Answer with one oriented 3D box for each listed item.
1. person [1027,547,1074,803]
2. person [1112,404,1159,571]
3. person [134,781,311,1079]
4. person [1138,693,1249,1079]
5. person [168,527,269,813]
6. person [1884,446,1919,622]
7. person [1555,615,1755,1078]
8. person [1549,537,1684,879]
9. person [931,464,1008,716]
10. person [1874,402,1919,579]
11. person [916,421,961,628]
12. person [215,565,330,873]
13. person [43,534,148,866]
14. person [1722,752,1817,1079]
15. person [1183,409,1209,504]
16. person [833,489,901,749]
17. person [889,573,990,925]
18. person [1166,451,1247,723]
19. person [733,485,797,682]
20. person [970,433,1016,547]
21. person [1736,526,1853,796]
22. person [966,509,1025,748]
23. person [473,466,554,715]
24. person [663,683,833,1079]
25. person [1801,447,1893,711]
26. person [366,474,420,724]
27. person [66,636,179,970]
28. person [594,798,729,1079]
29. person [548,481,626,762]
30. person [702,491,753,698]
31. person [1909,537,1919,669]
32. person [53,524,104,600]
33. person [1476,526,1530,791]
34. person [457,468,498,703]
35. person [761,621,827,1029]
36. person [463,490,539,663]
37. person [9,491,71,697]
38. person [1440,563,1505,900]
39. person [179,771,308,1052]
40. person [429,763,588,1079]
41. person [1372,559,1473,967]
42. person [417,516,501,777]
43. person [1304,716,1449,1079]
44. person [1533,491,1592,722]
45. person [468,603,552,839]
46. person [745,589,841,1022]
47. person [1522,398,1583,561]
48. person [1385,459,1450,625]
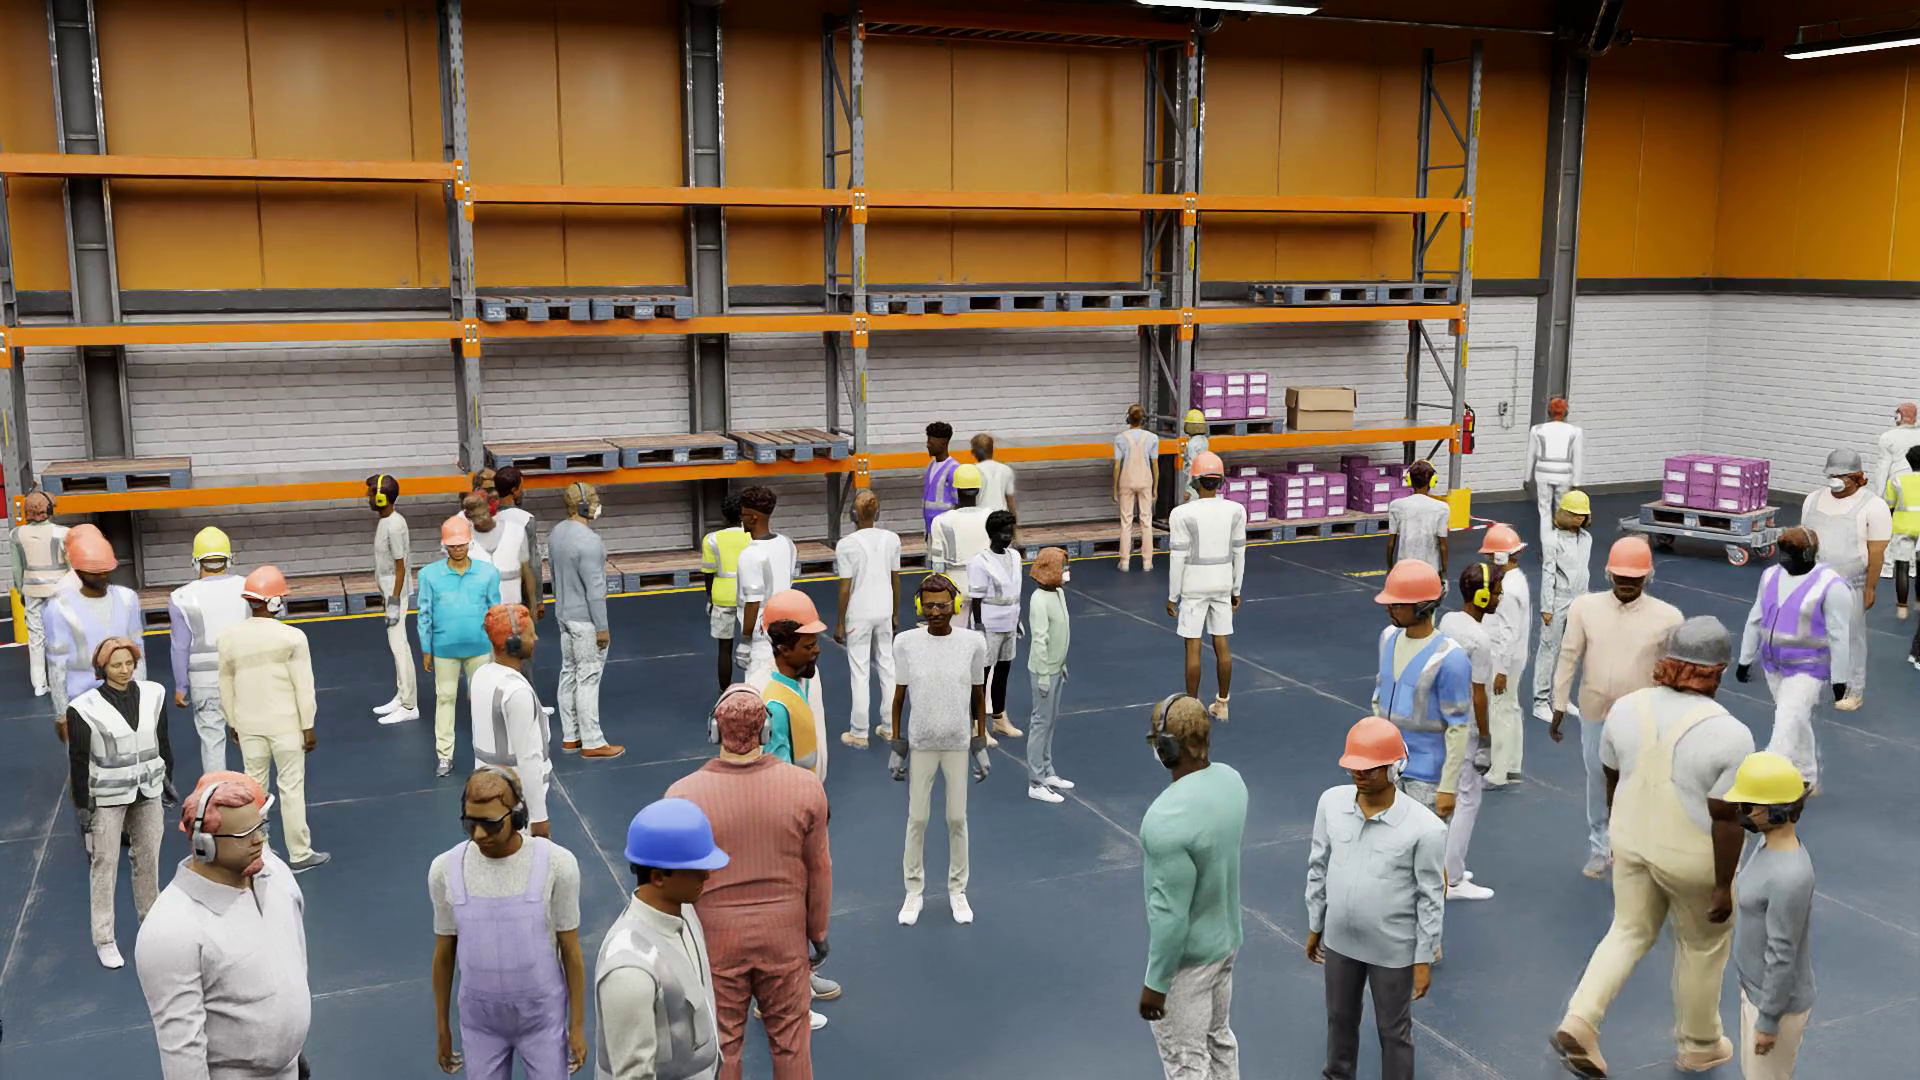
[{"bbox_3d":[0.580,0.850,10.690,0.286,1.633,0.499,3,10,17],"label":"person"},{"bbox_3d":[1.924,-0.568,18.247,0.505,1.847,0.346,0,10,1],"label":"person"},{"bbox_3d":[-2.218,1.672,5.168,0.409,1.909,0.643,1,10,4],"label":"person"},{"bbox_3d":[0.828,1.505,6.060,0.379,1.933,0.629,6,12,32],"label":"person"},{"bbox_3d":[-4.543,0.827,10.242,0.588,1.835,0.403,-8,12,-38],"label":"person"},{"bbox_3d":[9.141,-0.078,15.950,0.534,1.649,0.781,5,11,28],"label":"person"},{"bbox_3d":[2.948,1.290,6.982,0.871,2.000,0.683,-6,12,-33],"label":"person"},{"bbox_3d":[3.565,0.962,9.096,0.643,1.965,0.796,6,11,31],"label":"person"},{"bbox_3d":[0.065,0.385,12.513,0.588,1.930,0.359,-3,10,-15],"label":"person"},{"bbox_3d":[10.089,-0.525,17.847,0.642,1.901,0.399,0,10,-3],"label":"person"},{"bbox_3d":[-0.167,-0.116,15.296,0.361,1.964,0.617,-5,11,-26],"label":"person"},{"bbox_3d":[-3.886,1.012,9.407,0.564,1.752,0.339,2,10,11],"label":"person"},{"bbox_3d":[-4.933,0.914,9.574,0.580,1.913,0.549,6,11,30],"label":"person"},{"bbox_3d":[2.856,1.616,5.935,0.343,1.755,0.531,3,10,19],"label":"person"},{"bbox_3d":[2.623,-0.596,18.705,0.299,1.743,0.493,5,11,26],"label":"person"},{"bbox_3d":[-0.653,0.558,11.761,0.507,1.847,0.343,-6,11,-30],"label":"person"},{"bbox_3d":[-0.107,1.083,8.667,0.532,1.868,0.310,0,10,-2],"label":"person"},{"bbox_3d":[1.807,0.361,12.325,0.607,2.044,0.376,-3,10,-18],"label":"person"},{"bbox_3d":[-1.311,0.609,11.117,0.368,1.967,0.600,4,11,22],"label":"person"},{"bbox_3d":[0.275,-0.118,15.841,0.502,1.803,0.912,-5,11,-26],"label":"person"},{"bbox_3d":[5.156,0.807,10.464,0.946,1.795,0.665,-3,10,-18],"label":"person"},{"bbox_3d":[0.263,0.617,11.854,0.319,1.695,0.533,8,13,40],"label":"person"},{"bbox_3d":[-3.369,0.399,12.466,0.591,1.919,0.392,5,11,26],"label":"person"},{"bbox_3d":[-0.801,1.478,6.283,0.636,1.911,0.406,-2,10,-13],"label":"person"},{"bbox_3d":[6.730,0.278,12.809,0.536,2.000,0.683,-6,12,-31],"label":"person"},{"bbox_3d":[-4.250,0.434,12.417,0.328,1.869,0.519,-4,11,-22],"label":"person"},{"bbox_3d":[-4.129,1.273,8.233,0.311,1.638,0.523,6,12,32],"label":"person"},{"bbox_3d":[-0.872,1.698,4.921,0.416,1.941,0.608,1,10,4],"label":"person"},{"bbox_3d":[-2.605,0.557,11.499,0.371,1.940,0.627,-8,13,-38],"label":"person"},{"bbox_3d":[-1.692,0.470,12.690,0.529,1.697,0.321,0,10,-1],"label":"person"},{"bbox_3d":[8.238,0.151,13.942,0.388,1.907,0.591,4,10,20],"label":"person"},{"bbox_3d":[-5.659,0.756,10.870,0.324,1.754,0.574,-1,10,-5],"label":"person"},{"bbox_3d":[3.511,0.782,10.843,0.483,1.745,0.583,4,10,20],"label":"person"},{"bbox_3d":[-3.681,0.355,12.938,0.325,1.842,0.516,5,11,27],"label":"person"},{"bbox_3d":[-0.795,1.247,7.579,0.376,1.917,0.599,0,10,-1],"label":"person"},{"bbox_3d":[-3.442,0.489,12.290,0.612,1.804,0.814,-4,11,-21],"label":"person"},{"bbox_3d":[-7.167,0.431,13.084,0.513,1.641,0.307,0,10,-3],"label":"person"},{"bbox_3d":[2.735,1.030,9.017,0.323,1.855,0.531,-1,10,-8],"label":"person"},{"bbox_3d":[-2.471,1.641,5.796,0.341,1.746,0.566,-9,13,-42],"label":"person"},{"bbox_3d":[-1.519,1.630,5.622,0.518,1.836,0.346,0,10,-1],"label":"person"},{"bbox_3d":[2.194,1.095,8.113,0.396,2.039,0.608,-4,11,-23],"label":"person"},{"bbox_3d":[-3.349,0.704,11.182,0.559,1.751,0.326,-4,11,-23],"label":"person"},{"bbox_3d":[1.574,1.531,6.421,0.571,1.751,0.329,9,13,42],"label":"person"},{"bbox_3d":[4.547,0.490,12.450,0.493,1.741,0.311,-6,12,-31],"label":"person"},{"bbox_3d":[-2.087,1.224,7.818,0.356,1.883,0.572,-8,13,-38],"label":"person"},{"bbox_3d":[-0.775,1.204,7.608,0.377,1.995,0.608,4,10,20],"label":"person"},{"bbox_3d":[6.727,-0.697,18.938,0.596,1.857,0.753,2,10,12],"label":"person"},{"bbox_3d":[3.670,0.282,13.322,0.509,1.860,0.334,6,11,30],"label":"person"}]
